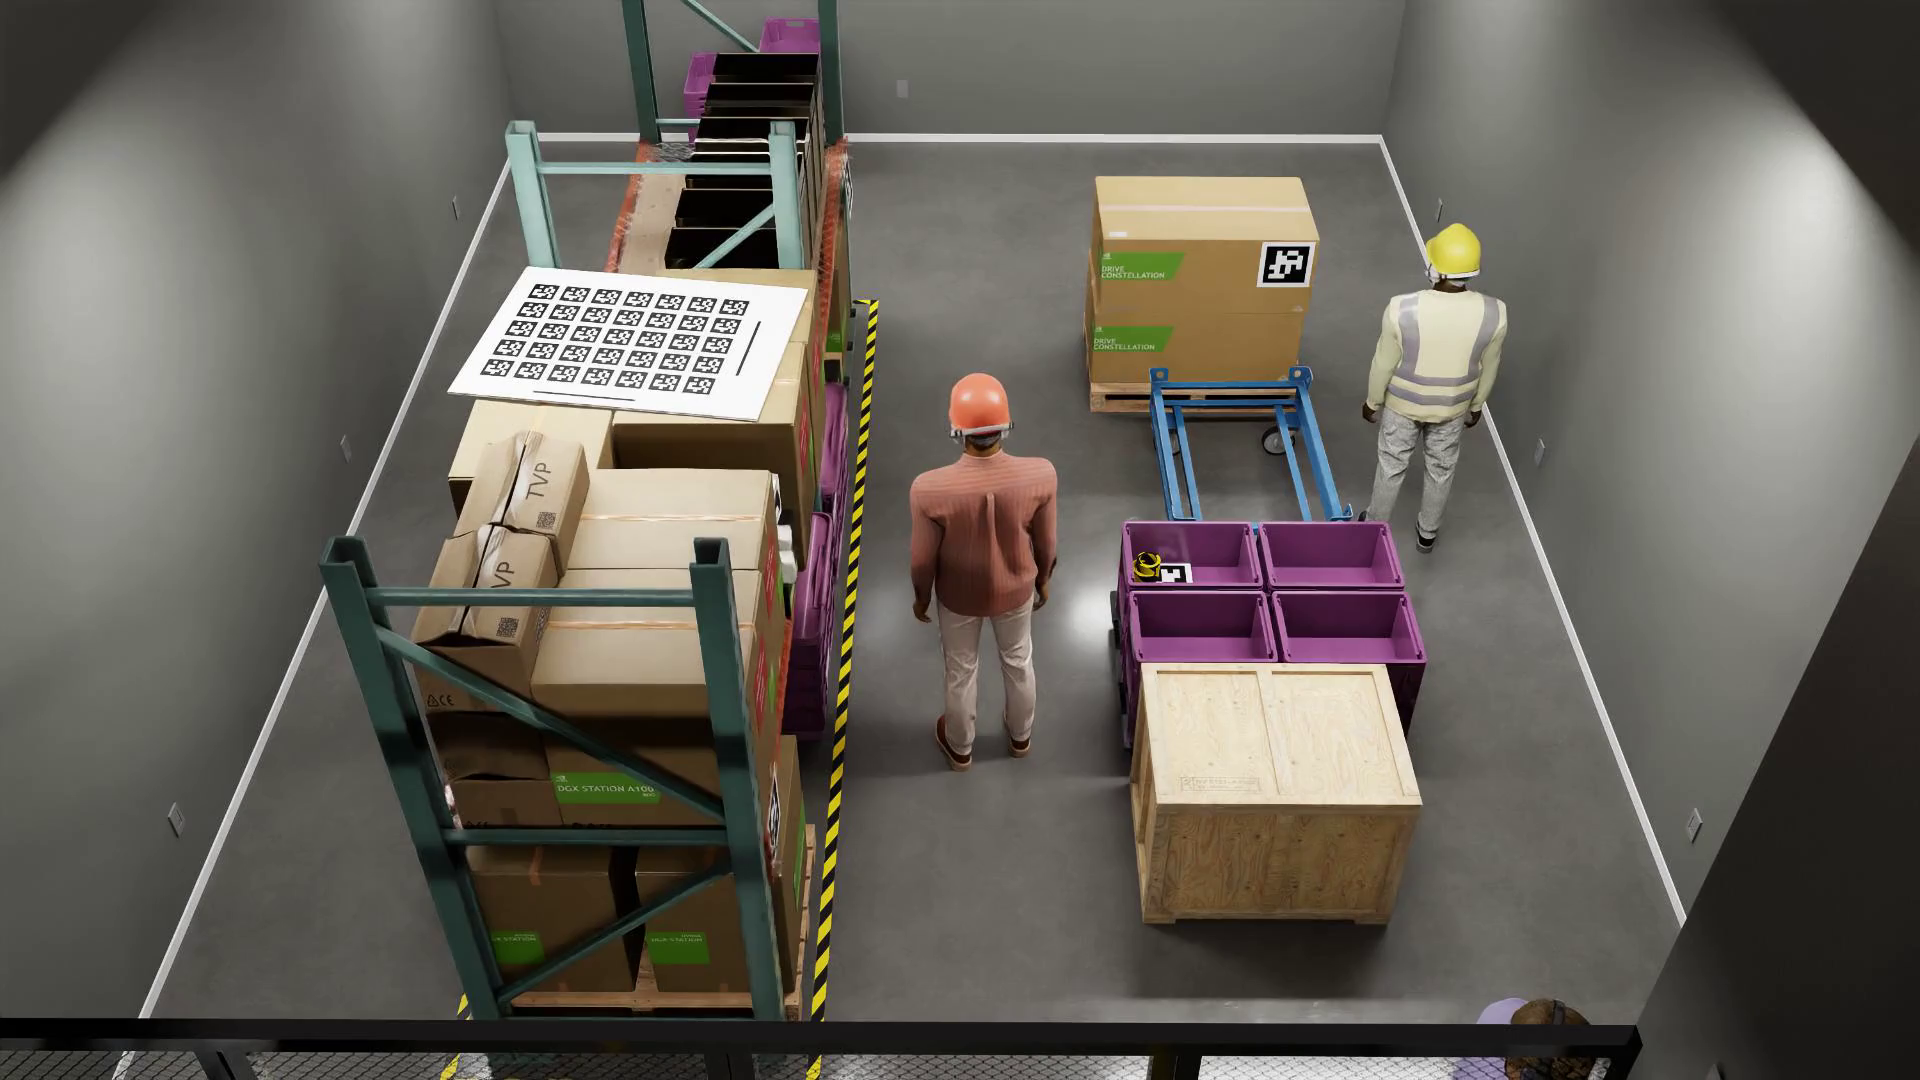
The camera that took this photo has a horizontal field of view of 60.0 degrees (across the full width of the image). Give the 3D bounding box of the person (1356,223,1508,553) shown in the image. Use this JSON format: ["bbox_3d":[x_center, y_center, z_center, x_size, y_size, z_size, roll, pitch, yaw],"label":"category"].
[{"bbox_3d":[2.239,-0.700,7.988,0.588,1.837,0.403,3,41,3],"label":"person"}]

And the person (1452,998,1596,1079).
[{"bbox_3d":[1.529,1.942,4.899,0.368,1.939,0.632,11,42,12],"label":"person"}]

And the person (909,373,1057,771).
[{"bbox_3d":[0.089,0.166,6.884,0.612,1.991,0.401,-8,42,-9],"label":"person"}]
